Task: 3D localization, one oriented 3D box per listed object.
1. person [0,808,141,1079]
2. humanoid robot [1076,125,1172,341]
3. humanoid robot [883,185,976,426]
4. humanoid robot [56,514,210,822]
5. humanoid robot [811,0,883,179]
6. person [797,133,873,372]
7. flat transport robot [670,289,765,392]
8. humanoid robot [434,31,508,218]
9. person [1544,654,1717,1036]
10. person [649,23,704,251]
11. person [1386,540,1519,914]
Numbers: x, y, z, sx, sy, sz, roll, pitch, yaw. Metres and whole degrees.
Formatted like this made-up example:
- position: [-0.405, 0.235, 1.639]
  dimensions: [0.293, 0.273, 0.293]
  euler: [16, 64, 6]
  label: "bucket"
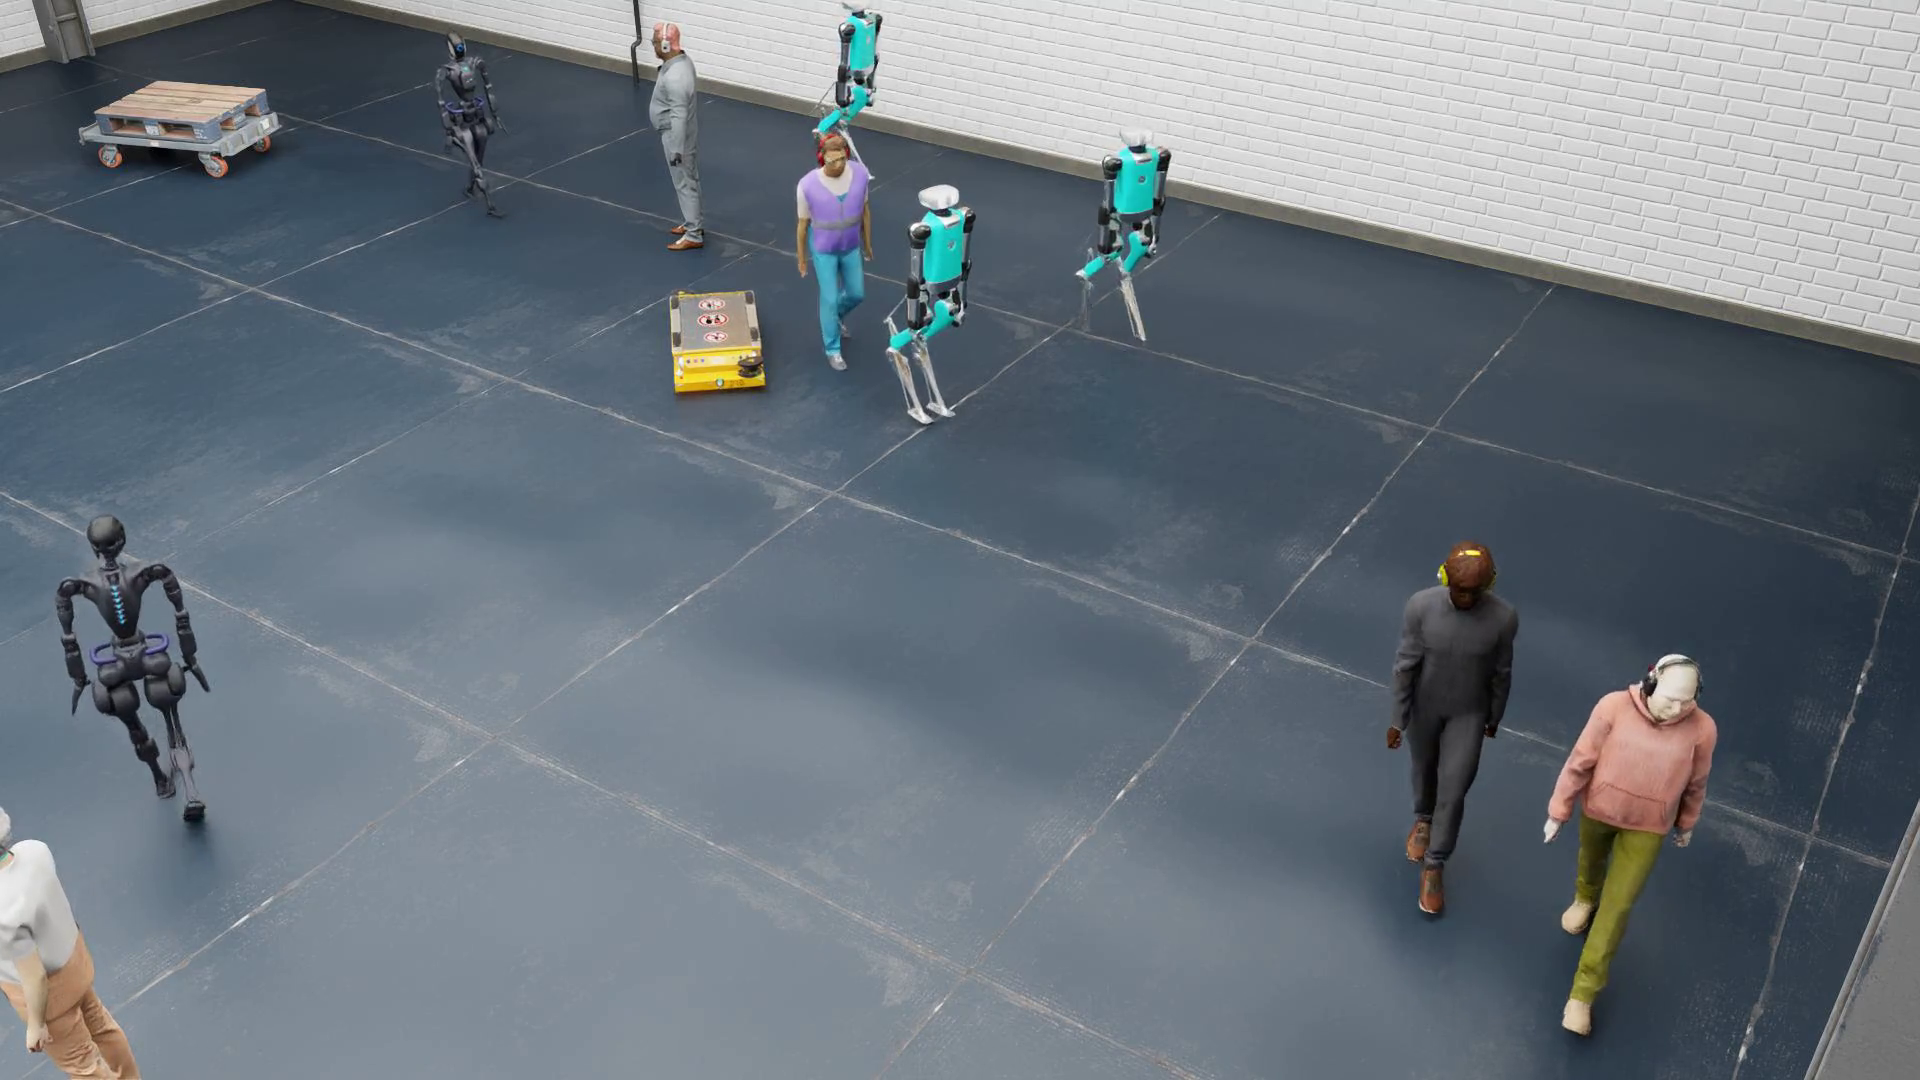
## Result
- position: [-3.448, 1.668, 6.294]
  dimensions: [0.302, 1.744, 0.493]
  euler: [-7, 33, -11]
  label: "person"
- position: [1.172, -2.321, 12.564]
  dimensions: [0.530, 1.802, 0.787]
  euler: [-13, 35, -20]
  label: "humanoid robot"
- position: [-0.269, -1.636, 11.388]
  dimensions: [0.530, 1.737, 0.688]
  euler: [-27, 41, -35]
  label: "humanoid robot"
- position: [-3.951, 0.658, 7.959]
  dimensions: [0.614, 1.636, 0.647]
  euler: [-18, 37, -25]
  label: "humanoid robot"
- position: [-1.115, -4.151, 15.388]
  dimensions: [0.794, 1.802, 0.530]
  euler: [21, 38, 29]
  label: "humanoid robot"
- position: [-0.940, -2.156, 12.179]
  dimensions: [0.582, 1.816, 0.607]
  euler: [-17, 37, -25]
  label: "person"
- position: [-1.860, -1.541, 12.655]
  dimensions: [0.659, 0.231, 1.431]
  euler: [-5, 33, -8]
  label: "flat transport robot"
- position: [-4.349, -3.724, 14.805]
  dimensions: [0.793, 1.628, 0.609]
  euler: [27, 42, 36]
  label: "humanoid robot"
- position: [2.788, 1.182, 7.018]
  dimensions: [0.566, 1.771, 1.012]
  euler: [17, 37, 25]
  label: "person"
- position: [-2.394, -3.398, 14.031]
  dimensions: [0.407, 1.906, 0.650]
  euler: [-2, 33, -2]
  label: "person"
- position: [2.179, 0.819, 7.519]
  dimensions: [0.511, 1.845, 0.758]
  euler: [12, 35, 18]
  label: "person"
